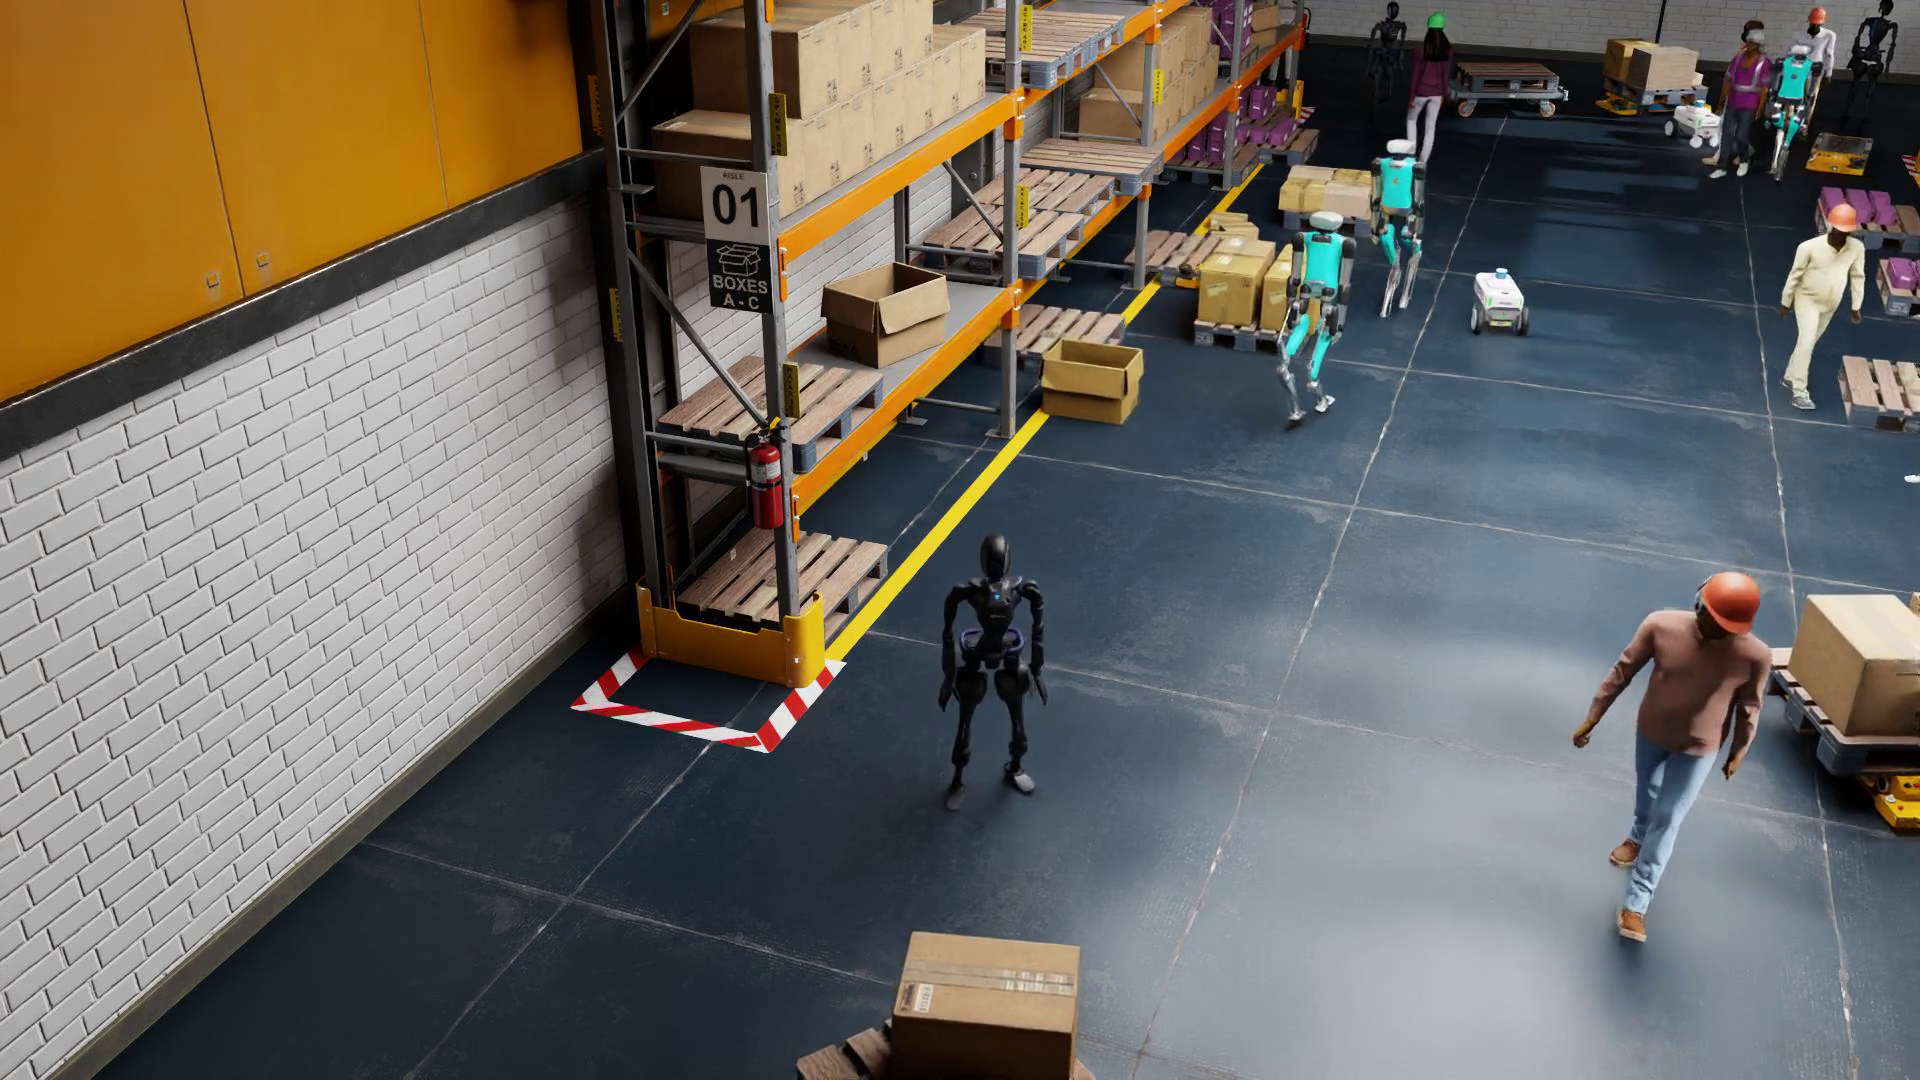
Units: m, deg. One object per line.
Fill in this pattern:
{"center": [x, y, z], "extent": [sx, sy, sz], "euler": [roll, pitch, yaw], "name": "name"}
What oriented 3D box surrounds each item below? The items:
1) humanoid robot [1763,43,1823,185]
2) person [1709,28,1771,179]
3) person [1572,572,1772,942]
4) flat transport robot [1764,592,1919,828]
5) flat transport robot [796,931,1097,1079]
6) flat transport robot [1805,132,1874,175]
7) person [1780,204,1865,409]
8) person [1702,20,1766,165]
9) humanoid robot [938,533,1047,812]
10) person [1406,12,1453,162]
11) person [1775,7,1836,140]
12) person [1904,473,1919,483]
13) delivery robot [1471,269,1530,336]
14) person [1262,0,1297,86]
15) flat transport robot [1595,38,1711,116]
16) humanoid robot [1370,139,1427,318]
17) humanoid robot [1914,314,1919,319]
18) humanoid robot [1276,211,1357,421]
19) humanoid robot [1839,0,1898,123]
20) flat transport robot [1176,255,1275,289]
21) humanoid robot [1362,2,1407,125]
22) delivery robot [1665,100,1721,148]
{"center": [10.087, -5.181, 20.209], "extent": [0.546, 1.726, 1.009], "euler": [17, 32, 30], "name": "humanoid robot"}
{"center": [9.563, -5.334, 20.384], "extent": [0.412, 1.839, 0.544], "euler": [-18, 32, -30], "name": "person"}
{"center": [3.421, 0.963, 8.074], "extent": [0.735, 1.920, 1.008], "euler": [21, 34, 35], "name": "person"}
{"center": [5.329, 1.151, 9.517], "extent": [0.659, 0.231, 1.431], "euler": [0, 27, 0], "name": "flat transport robot"}
{"center": [0.004, 2.563, 6.779], "extent": [1.431, 0.231, 0.659], "euler": [-16, 31, -28], "name": "flat transport robot"}
{"center": [11.320, -4.963, 21.378], "extent": [0.659, 0.231, 1.431], "euler": [15, 31, 27], "name": "flat transport robot"}
{"center": [7.280, -1.967, 13.983], "extent": [0.575, 1.714, 0.807], "euler": [-4, 27, -7], "name": "person"}
{"center": [9.844, -5.605, 20.952], "extent": [0.557, 1.803, 0.665], "euler": [10, 29, 18], "name": "person"}
{"center": [0.169, 0.675, 8.898], "extent": [0.589, 1.635, 0.388], "euler": [-4, 28, -8], "name": "humanoid robot"}
{"center": [5.838, -5.581, 20.761], "extent": [0.488, 1.937, 0.472], "euler": [2, 27, 4], "name": "person"}
{"center": [11.323, -6.239, 22.248], "extent": [0.627, 1.740, 0.387], "euler": [13, 30, 24], "name": "person"}
{"center": [7.473, -1.096, 12.383], "extent": [0.279, 1.633, 0.497], "euler": [-1, 27, -3], "name": "person"}
{"center": [5.131, -2.267, 15.855], "extent": [0.503, 0.612, 0.784], "euler": [2, 27, 4], "name": "delivery robot"}
{"center": [4.901, -7.901, 25.256], "extent": [0.630, 1.940, 0.373], "euler": [-8, 28, -14], "name": "person"}
{"center": [10.000, -6.310, 23.990], "extent": [1.431, 0.231, 0.659], "euler": [-4, 28, -8], "name": "flat transport robot"}
{"center": [4.257, -3.031, 16.048], "extent": [0.577, 1.783, 0.824], "euler": [15, 31, 26], "name": "humanoid robot"}
{"center": [9.380, -2.794, 15.565], "extent": [0.880, 1.772, 0.589], "euler": [-17, 32, -29], "name": "humanoid robot"}
{"center": [2.826, -1.740, 13.522], "extent": [0.541, 1.751, 0.908], "euler": [15, 31, 27], "name": "humanoid robot"}
{"center": [12.677, -6.684, 23.184], "extent": [0.311, 1.646, 0.614], "euler": [-19, 33, -32], "name": "humanoid robot"}
{"center": [2.982, -2.658, 16.906], "extent": [1.431, 0.231, 0.659], "euler": [13, 30, 23], "name": "flat transport robot"}
{"center": [5.847, -6.641, 23.087], "extent": [0.609, 1.643, 0.482], "euler": [-8, 28, -15], "name": "humanoid robot"}
{"center": [9.858, -5.584, 22.261], "extent": [0.518, 0.587, 0.753], "euler": [-3, 27, -5], "name": "delivery robot"}
